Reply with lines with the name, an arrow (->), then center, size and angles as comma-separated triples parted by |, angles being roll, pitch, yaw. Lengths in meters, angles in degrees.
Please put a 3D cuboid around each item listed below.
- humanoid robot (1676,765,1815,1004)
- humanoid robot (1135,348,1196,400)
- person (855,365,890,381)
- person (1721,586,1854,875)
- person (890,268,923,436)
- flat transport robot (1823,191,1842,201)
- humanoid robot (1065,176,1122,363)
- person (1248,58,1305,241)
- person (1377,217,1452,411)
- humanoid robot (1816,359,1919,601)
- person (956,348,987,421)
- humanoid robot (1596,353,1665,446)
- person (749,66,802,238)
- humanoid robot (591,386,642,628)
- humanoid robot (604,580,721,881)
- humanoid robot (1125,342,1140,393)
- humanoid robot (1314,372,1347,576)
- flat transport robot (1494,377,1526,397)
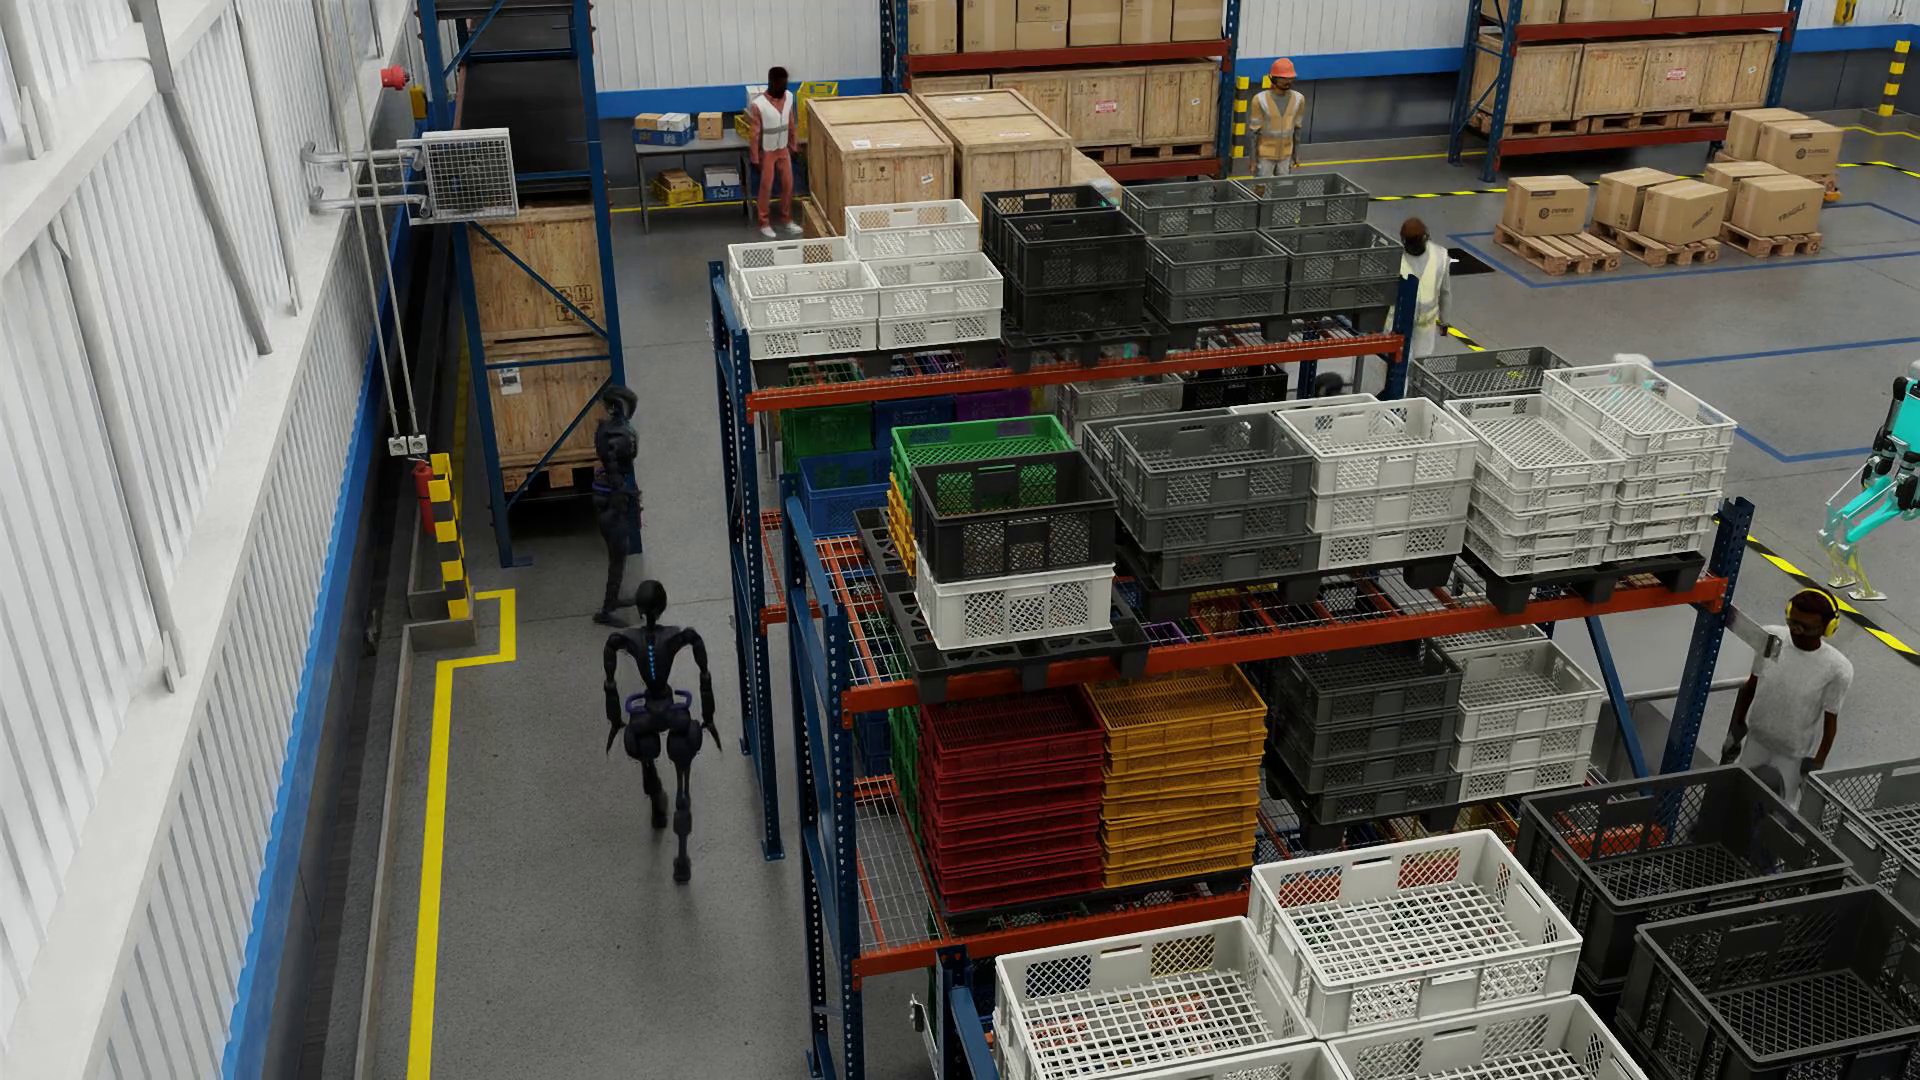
humanoid robot -> 3.506, 1.614, 7.500 | 0.613, 1.625, 0.566 | 6, 28, 11
humanoid robot -> 1.202, -0.597, 11.632 | 0.889, 1.782, 0.573 | -15, 31, -26
person -> -0.554, -0.758, 11.923 | 0.890, 1.717, 0.551 | 11, 30, 20
person -> 4.114, 1.043, 8.368 | 0.340, 1.860, 0.498 | -17, 32, -29
person -> -0.384, -1.244, 12.685 | 0.326, 1.876, 0.517 | -6, 28, -12
flat transport robot -> 9.814, -4.245, 20.071 | 1.431, 0.197, 0.652 | -6, 28, -12
humanoid robot -> 1.110, -2.343, 14.916 | 0.919, 1.769, 0.545 | -12, 30, -22
person -> 3.436, -4.219, 18.146 | 0.608, 2.048, 0.363 | -6, 28, -12
person -> 3.737, -1.862, 13.929 | 0.666, 1.808, 0.731 | -2, 28, -4
humanoid robot -> 6.068, -0.380, 11.052 | 0.735, 1.673, 0.533 | -6, 28, -12
person -> 0.123, -1.297, 12.846 | 0.829, 1.812, 0.515 | -8, 29, -14
humanoid robot -> 4.448, -0.320, 11.063 | 0.538, 1.736, 0.924 | -5, 28, -10
person -> -2.084, -4.322, 18.511 | 0.453, 1.898, 0.657 | 22, 35, 35
humanoid robot -> -2.299, -0.239, 10.999 | 0.458, 1.643, 0.612 | -3, 28, -5
humanoid robot -> -1.577, 0.957, 8.765 | 0.604, 1.626, 0.765 | -3, 28, -6
humanoid robot -> 1.636, -1.032, 12.465 | 0.950, 1.779, 0.545 | 5, 28, 9
humanoid robot -> 2.529, -0.356, 11.227 | 0.590, 1.641, 0.596 | -8, 29, -15
flat transport robot -> 4.780, -1.036, 14.013 | 0.659, 0.231, 1.431 | -6, 28, -12
